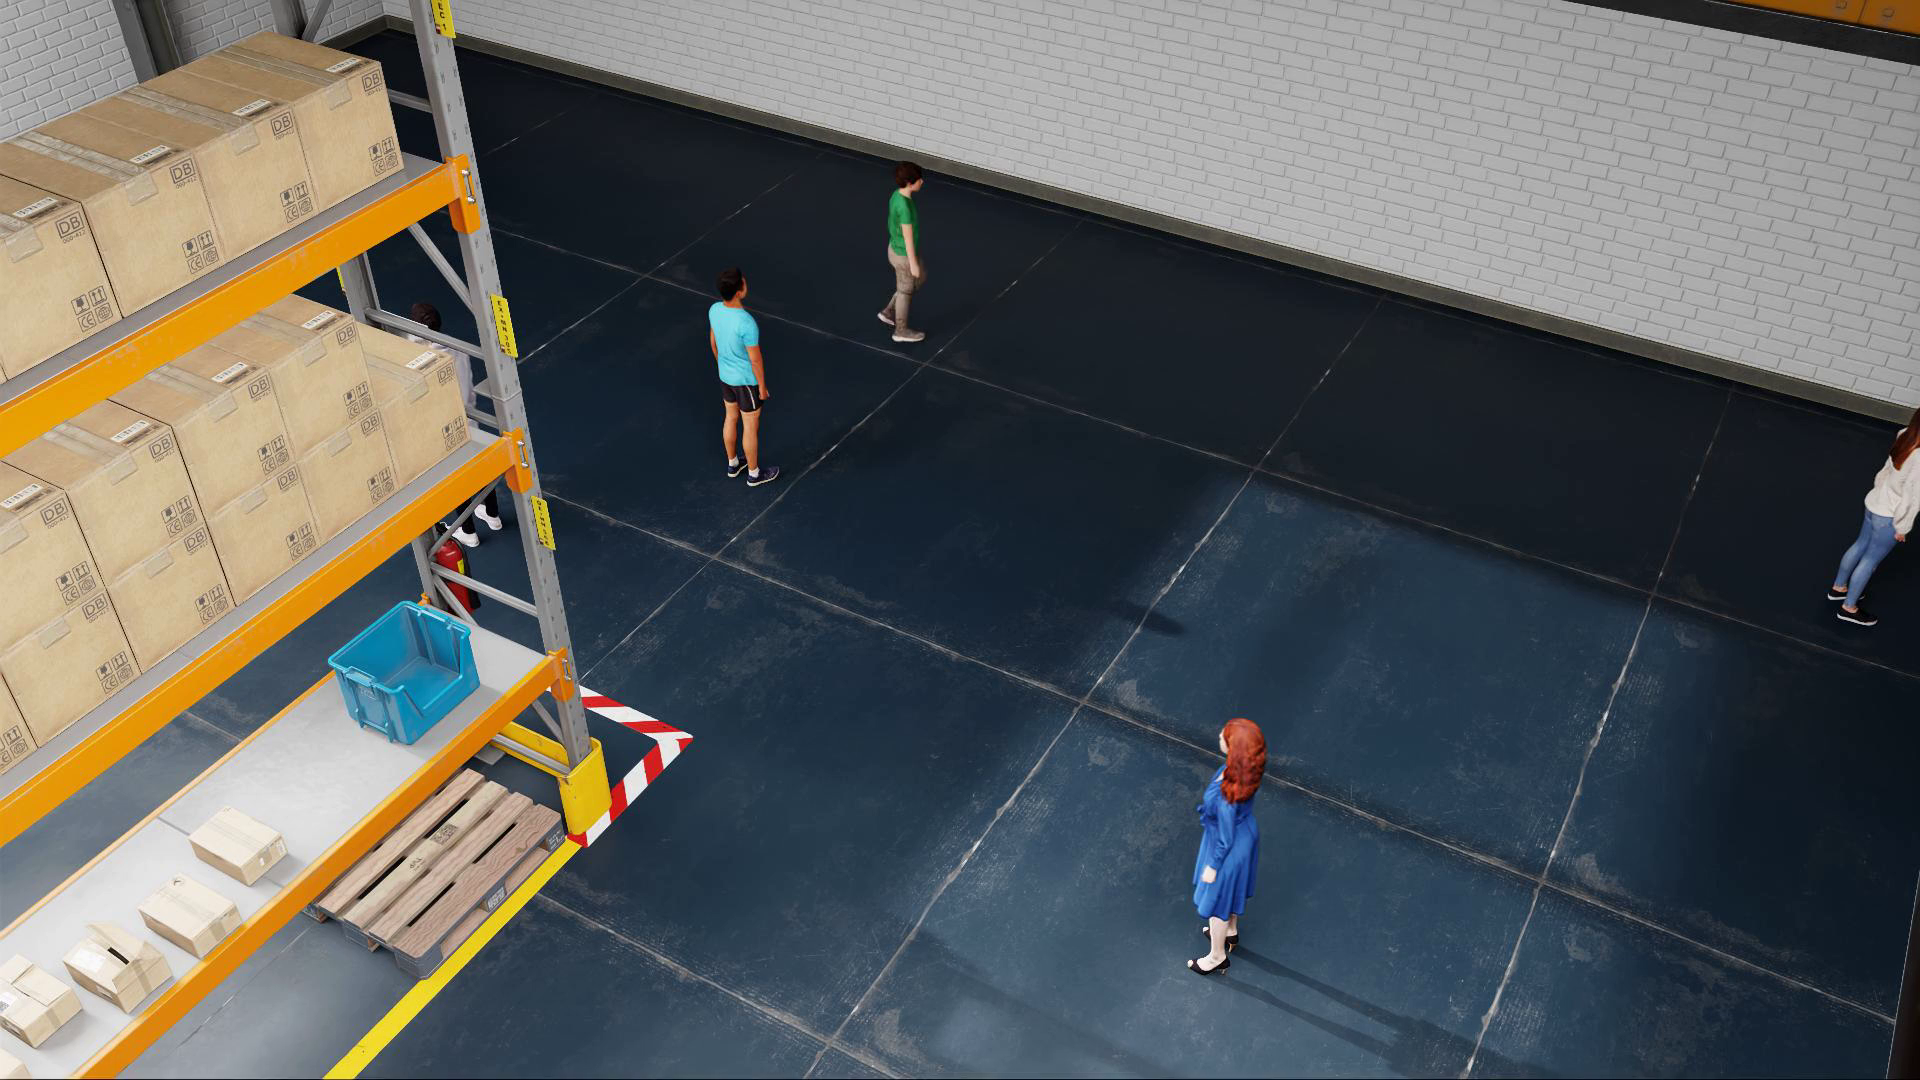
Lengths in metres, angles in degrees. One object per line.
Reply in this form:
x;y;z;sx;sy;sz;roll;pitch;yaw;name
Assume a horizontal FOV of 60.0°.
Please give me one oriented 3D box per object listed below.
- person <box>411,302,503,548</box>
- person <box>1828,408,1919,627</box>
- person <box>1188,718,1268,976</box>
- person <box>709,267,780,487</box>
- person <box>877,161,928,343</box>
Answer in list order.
-3.570;-0.810;11.698;0.748;1.930;0.531;22;44;25;person
6.215;-0.193;11.115;0.755;1.692;0.605;6;39;8;person
1.406;1.627;8.729;0.672;1.827;0.494;19;42;22;person
-1.639;-1.205;12.318;0.653;1.773;0.561;28;46;30;person
-0.550;-2.388;13.909;0.794;1.637;0.735;-1;39;-1;person
